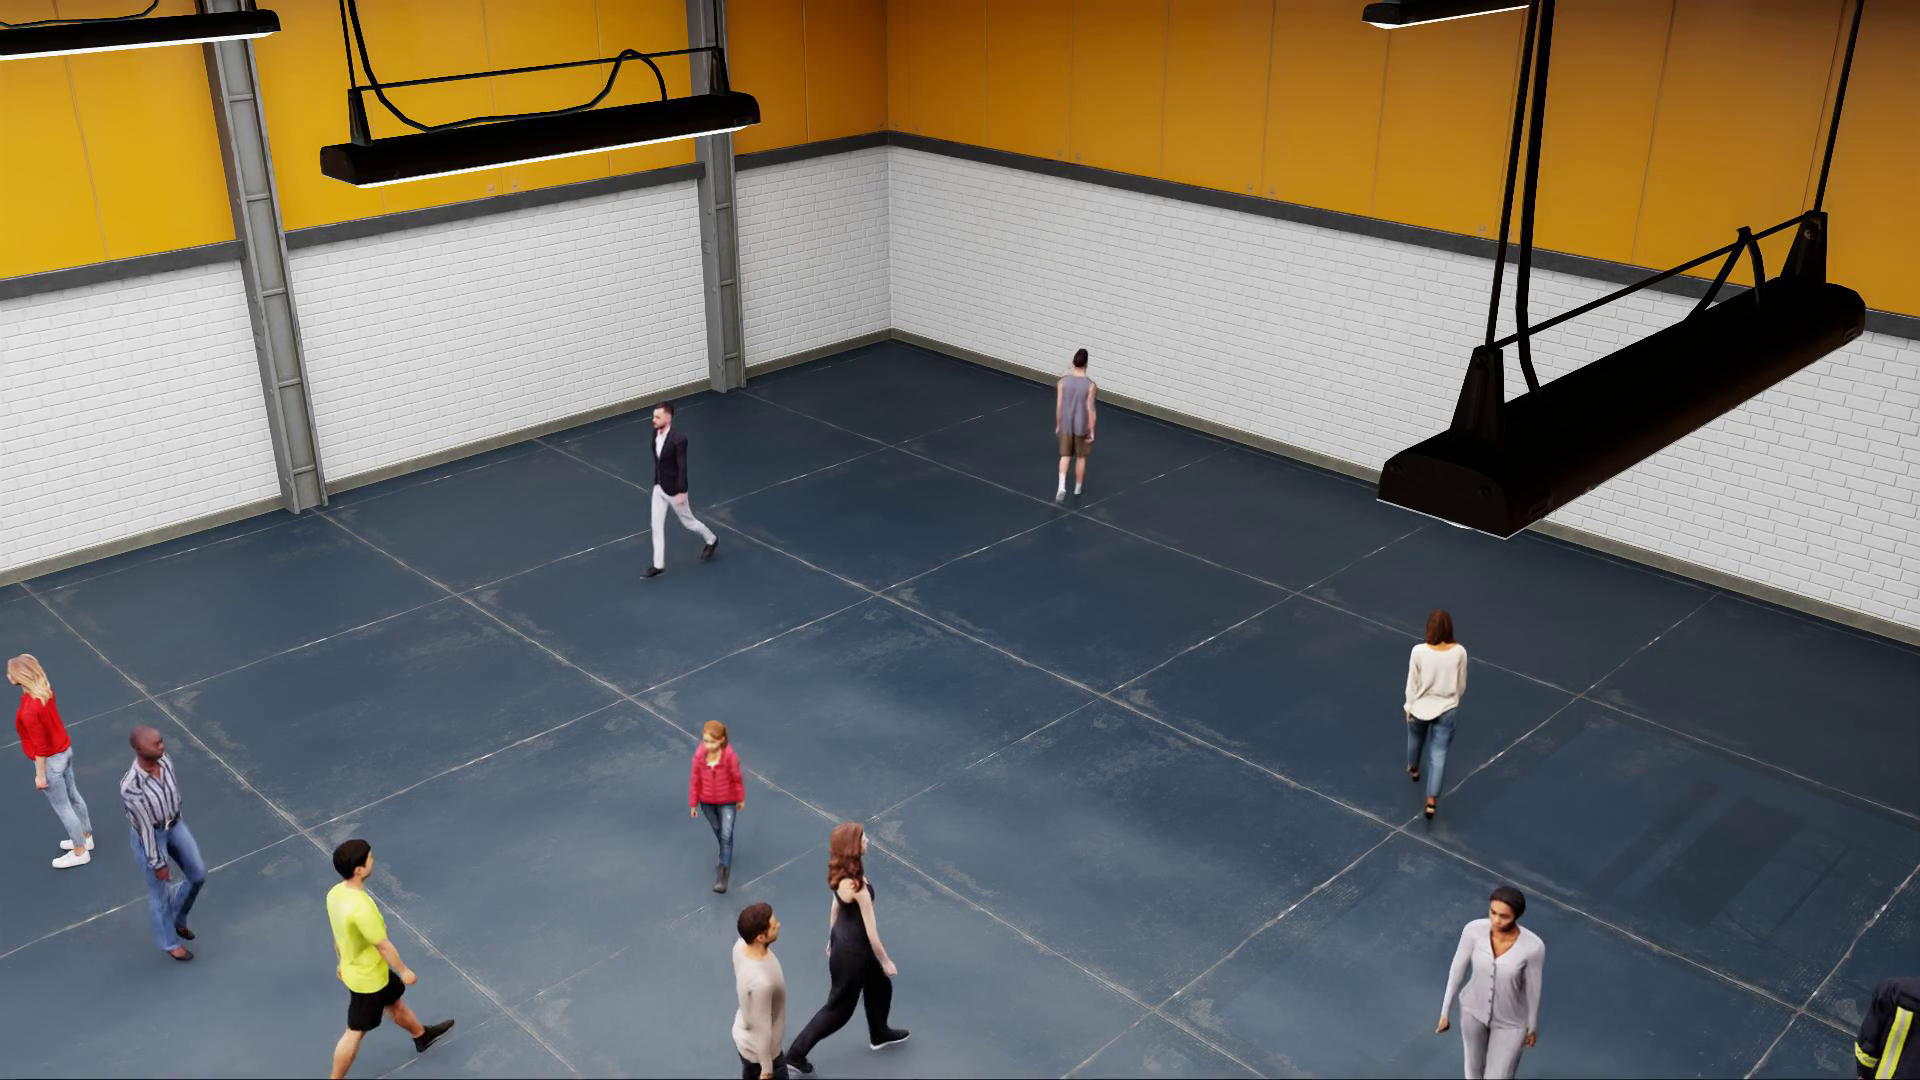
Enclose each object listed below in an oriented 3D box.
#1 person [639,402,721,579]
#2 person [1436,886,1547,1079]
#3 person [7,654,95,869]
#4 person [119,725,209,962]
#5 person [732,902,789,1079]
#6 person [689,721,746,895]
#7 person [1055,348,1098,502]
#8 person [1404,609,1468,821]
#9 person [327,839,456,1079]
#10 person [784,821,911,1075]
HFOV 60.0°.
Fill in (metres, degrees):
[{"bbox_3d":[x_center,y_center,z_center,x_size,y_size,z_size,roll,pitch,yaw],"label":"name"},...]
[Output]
[{"bbox_3d":[-2.847,-0.528,16.904,0.664,1.803,1.203,21,31,39],"label":"person"},{"bbox_3d":[3.117,2.700,9.620,0.719,1.722,0.723,16,28,33],"label":"person"},{"bbox_3d":[-6.636,1.605,12.148,0.703,1.703,0.690,-4,24,-10],"label":"person"},{"bbox_3d":[-5.416,2.024,11.095,0.843,1.779,0.751,6,24,14],"label":"person"},{"bbox_3d":[-1.191,2.804,9.221,1.152,1.851,0.915,-9,25,-20],"label":"person"},{"bbox_3d":[-1.742,1.863,12.082,0.852,1.283,0.970,3,24,7],"label":"person"},{"bbox_3d":[1.281,-1.248,18.811,0.878,1.836,1.022,6,24,14],"label":"person"},{"bbox_3d":[3.656,1.364,12.788,0.995,1.632,1.175,5,24,11],"label":"person"},{"bbox_3d":[-3.613,2.609,9.903,1.153,1.662,0.712,-18,29,-35],"label":"person"},{"bbox_3d":[-0.744,2.508,10.067,1.180,1.715,0.872,-9,25,-20],"label":"person"}]
